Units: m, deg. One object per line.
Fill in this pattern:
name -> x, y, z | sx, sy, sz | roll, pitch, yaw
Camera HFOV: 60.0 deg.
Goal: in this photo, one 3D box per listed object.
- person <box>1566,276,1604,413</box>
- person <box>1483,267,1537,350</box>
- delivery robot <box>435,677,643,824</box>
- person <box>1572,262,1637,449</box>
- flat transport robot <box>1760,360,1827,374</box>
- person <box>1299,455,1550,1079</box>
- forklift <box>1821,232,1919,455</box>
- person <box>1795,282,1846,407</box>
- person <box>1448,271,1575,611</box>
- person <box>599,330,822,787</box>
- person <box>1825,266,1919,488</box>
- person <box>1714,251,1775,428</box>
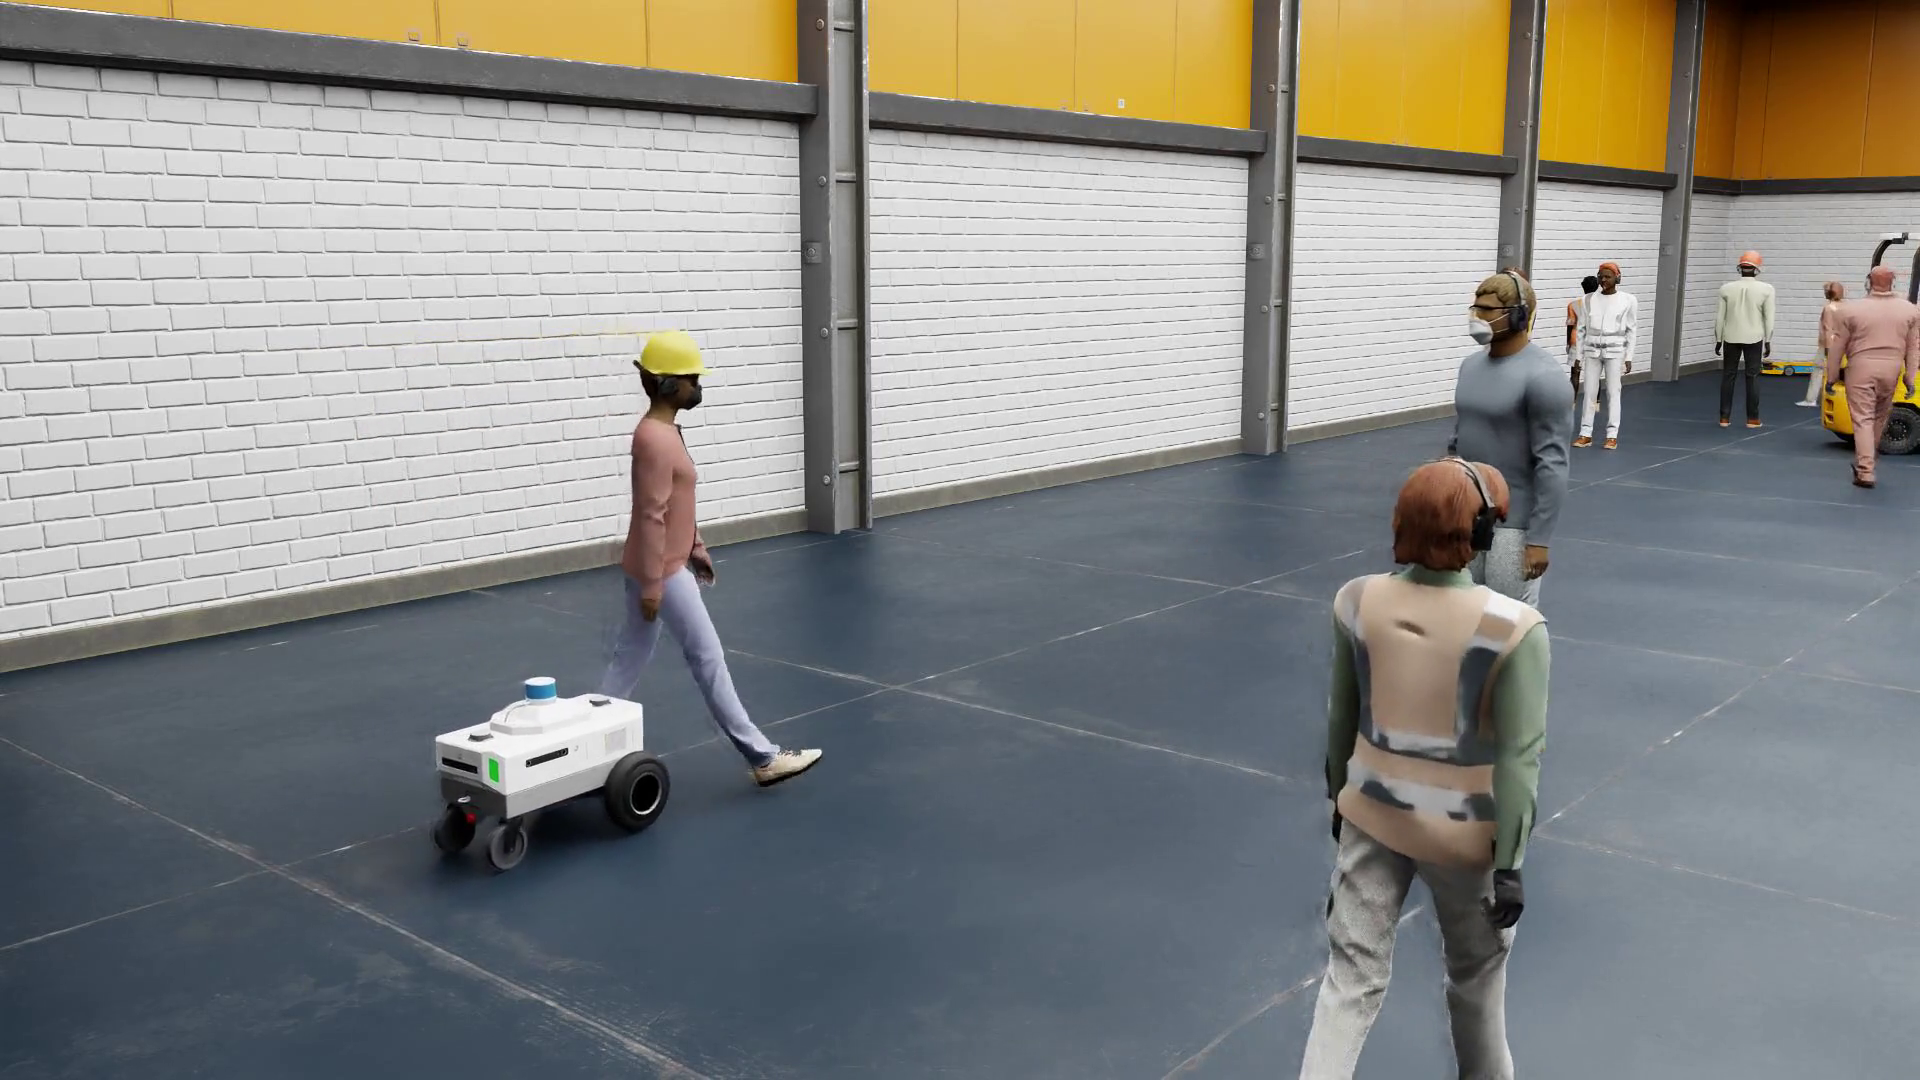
person -> 7.740, -2.408, 20.518 | 0.529, 1.692, 0.320 | 2, 10, 14
person -> 5.305, -1.722, 16.170 | 0.633, 1.843, 0.429 | -9, 13, -42
delivery robot -> -1.429, 0.714, 5.697 | 0.477, 0.478, 0.707 | 7, 12, 35
person -> 6.518, -1.860, 16.843 | 0.584, 1.882, 0.346 | 7, 12, 36
flat transport robot -> 13.509, -2.760, 26.557 | 1.431, 0.197, 0.652 | 2, 10, 13
person -> 0.982, 0.617, 3.550 | 0.526, 1.596, 0.881 | 9, 13, 42
forklift -> 9.955, -1.972, 16.595 | 2.313, 2.155, 1.214 | 1, 10, 8
person -> 11.083, -2.463, 21.050 | 0.522, 1.611, 0.761 | -7, 12, -36
person -> 2.080, -0.058, 6.425 | 0.377, 1.940, 0.628 | -3, 10, -16
person -> -0.982, 0.100, 6.127 | 0.922, 1.721, 0.541 | -2, 10, -12
person -> 7.808, -1.415, 14.339 | 0.674, 1.863, 0.932 | 1, 10, 8
person -> 8.891, -2.273, 18.875 | 0.612, 1.994, 0.395 | 7, 12, 34
